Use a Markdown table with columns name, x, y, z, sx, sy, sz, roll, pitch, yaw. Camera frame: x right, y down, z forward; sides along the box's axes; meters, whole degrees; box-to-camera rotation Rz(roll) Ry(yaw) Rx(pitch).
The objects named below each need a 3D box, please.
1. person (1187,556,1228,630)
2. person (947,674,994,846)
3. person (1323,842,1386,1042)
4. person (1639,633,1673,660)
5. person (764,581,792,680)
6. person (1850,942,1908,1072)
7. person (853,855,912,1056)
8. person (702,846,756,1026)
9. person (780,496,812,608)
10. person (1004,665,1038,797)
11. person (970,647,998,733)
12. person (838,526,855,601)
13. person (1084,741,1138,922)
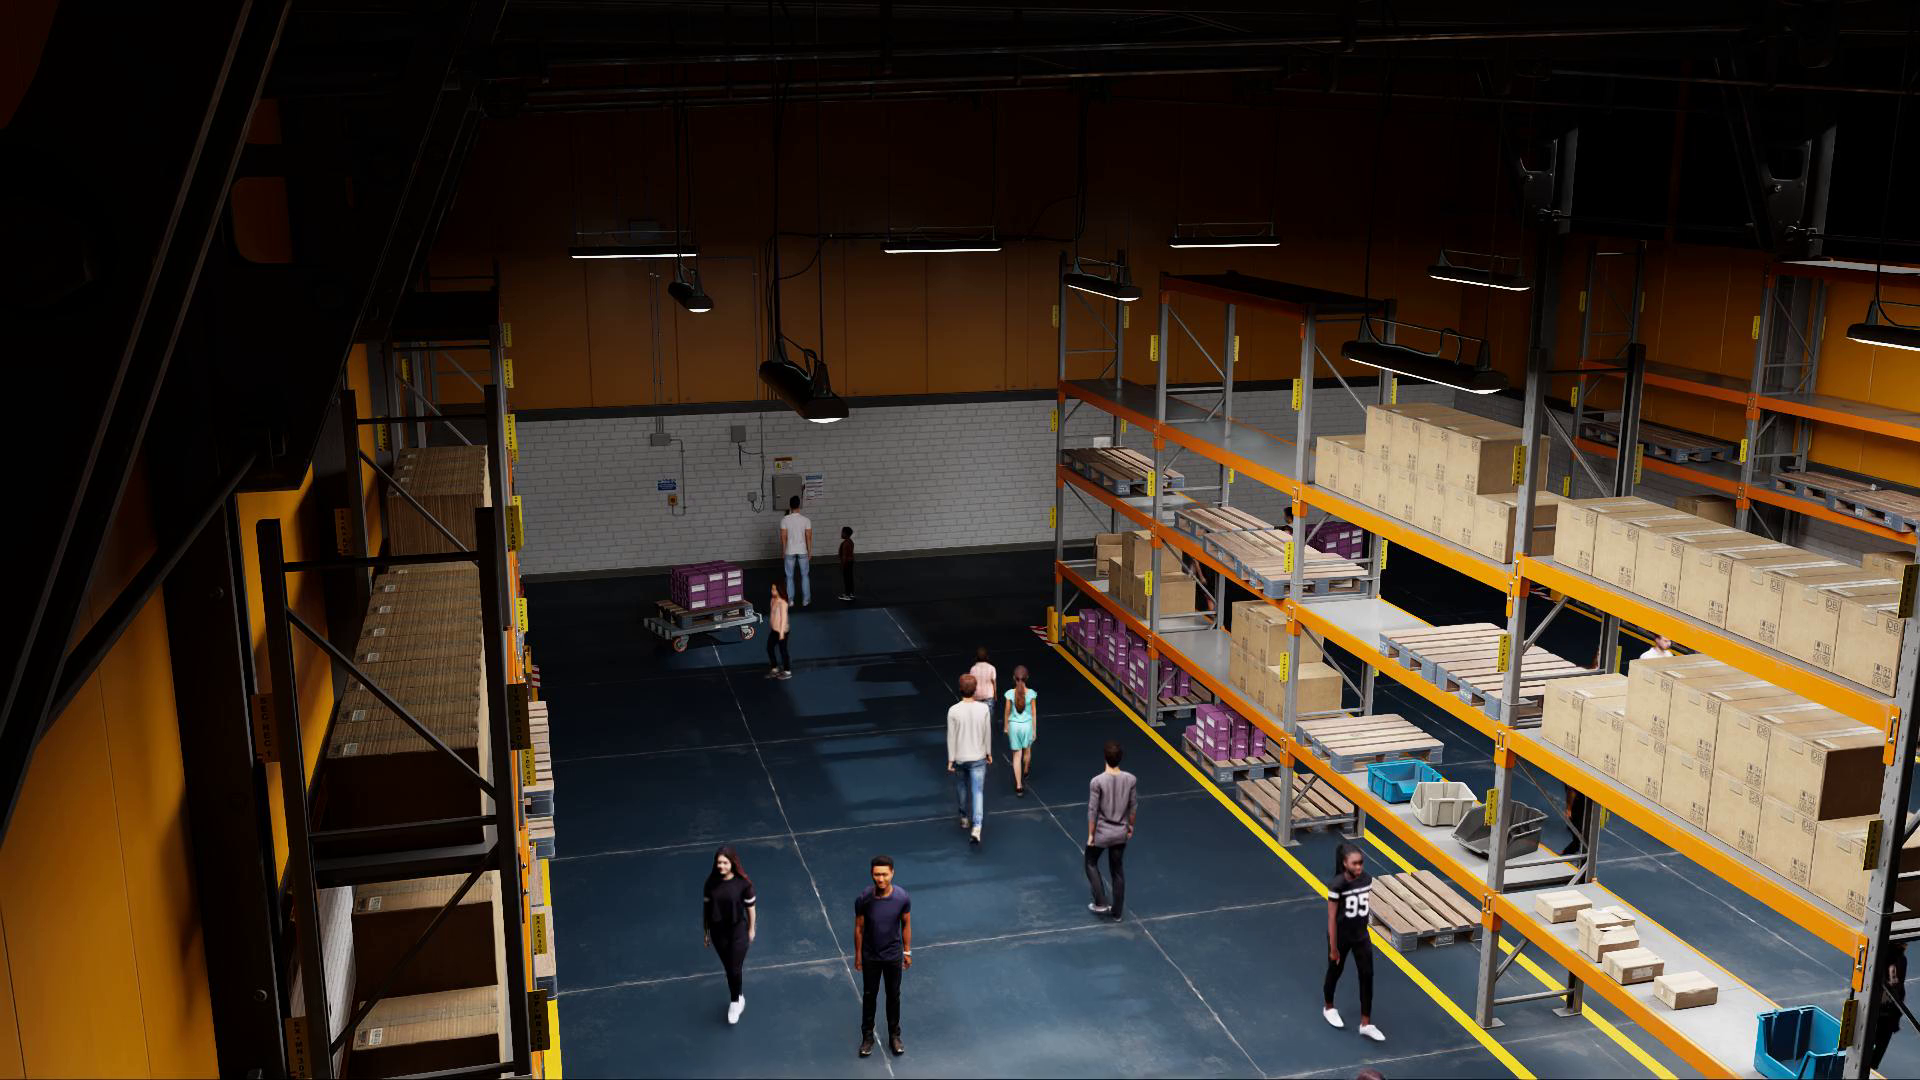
| name | x | y | z | sx | sy | sz | roll | pitch | yaw |
| --- | --- | --- | --- | --- | --- | --- | --- | --- | --- |
| person | 3.648 | 0.607 | 26.193 | 1.222 | 1.750 | 0.984 | 12 | 18 | 41 |
| person | 0.126 | 2.441 | 18.364 | 0.871 | 1.870 | 1.277 | 0 | 14 | -1 |
| person | 3.338 | 3.450 | 14.541 | 0.689 | 1.708 | 0.938 | -6 | 15 | -22 |
| person | 8.493 | 1.957 | 20.392 | 0.700 | 1.857 | 0.629 | -7 | 15 | -28 |
| person | -2.543 | 1.294 | 23.953 | 0.755 | 1.468 | 0.671 | -11 | 17 | -37 |
| person | 7.265 | 3.771 | 13.320 | 0.628 | 1.659 | 0.733 | -1 | 14 | -5 |
| person | -0.659 | 3.504 | 14.137 | 0.681 | 1.794 | 0.583 | -1 | 14 | -5 |
| person | -2.022 | 3.441 | 14.759 | 0.724 | 1.622 | 0.774 | 2 | 14 | 8 |
| person | -2.732 | 0.180 | 27.715 | 0.703 | 1.864 | 0.595 | -2 | 14 | -7 |
| person | 0.722 | 2.280 | 19.756 | 0.717 | 1.527 | 1.031 | 0 | 14 | 0 |
| person | 0.303 | 2.022 | 21.321 | 0.689 | 1.293 | 0.943 | 1 | 14 | 4 |
| person | -1.907 | 0.379 | 28.191 | 0.651 | 1.253 | 0.557 | 4 | 14 | 18 |
| person | 1.512 | 2.920 | 16.459 | 0.698 | 1.836 | 0.627 | -4 | 14 | -17 |
